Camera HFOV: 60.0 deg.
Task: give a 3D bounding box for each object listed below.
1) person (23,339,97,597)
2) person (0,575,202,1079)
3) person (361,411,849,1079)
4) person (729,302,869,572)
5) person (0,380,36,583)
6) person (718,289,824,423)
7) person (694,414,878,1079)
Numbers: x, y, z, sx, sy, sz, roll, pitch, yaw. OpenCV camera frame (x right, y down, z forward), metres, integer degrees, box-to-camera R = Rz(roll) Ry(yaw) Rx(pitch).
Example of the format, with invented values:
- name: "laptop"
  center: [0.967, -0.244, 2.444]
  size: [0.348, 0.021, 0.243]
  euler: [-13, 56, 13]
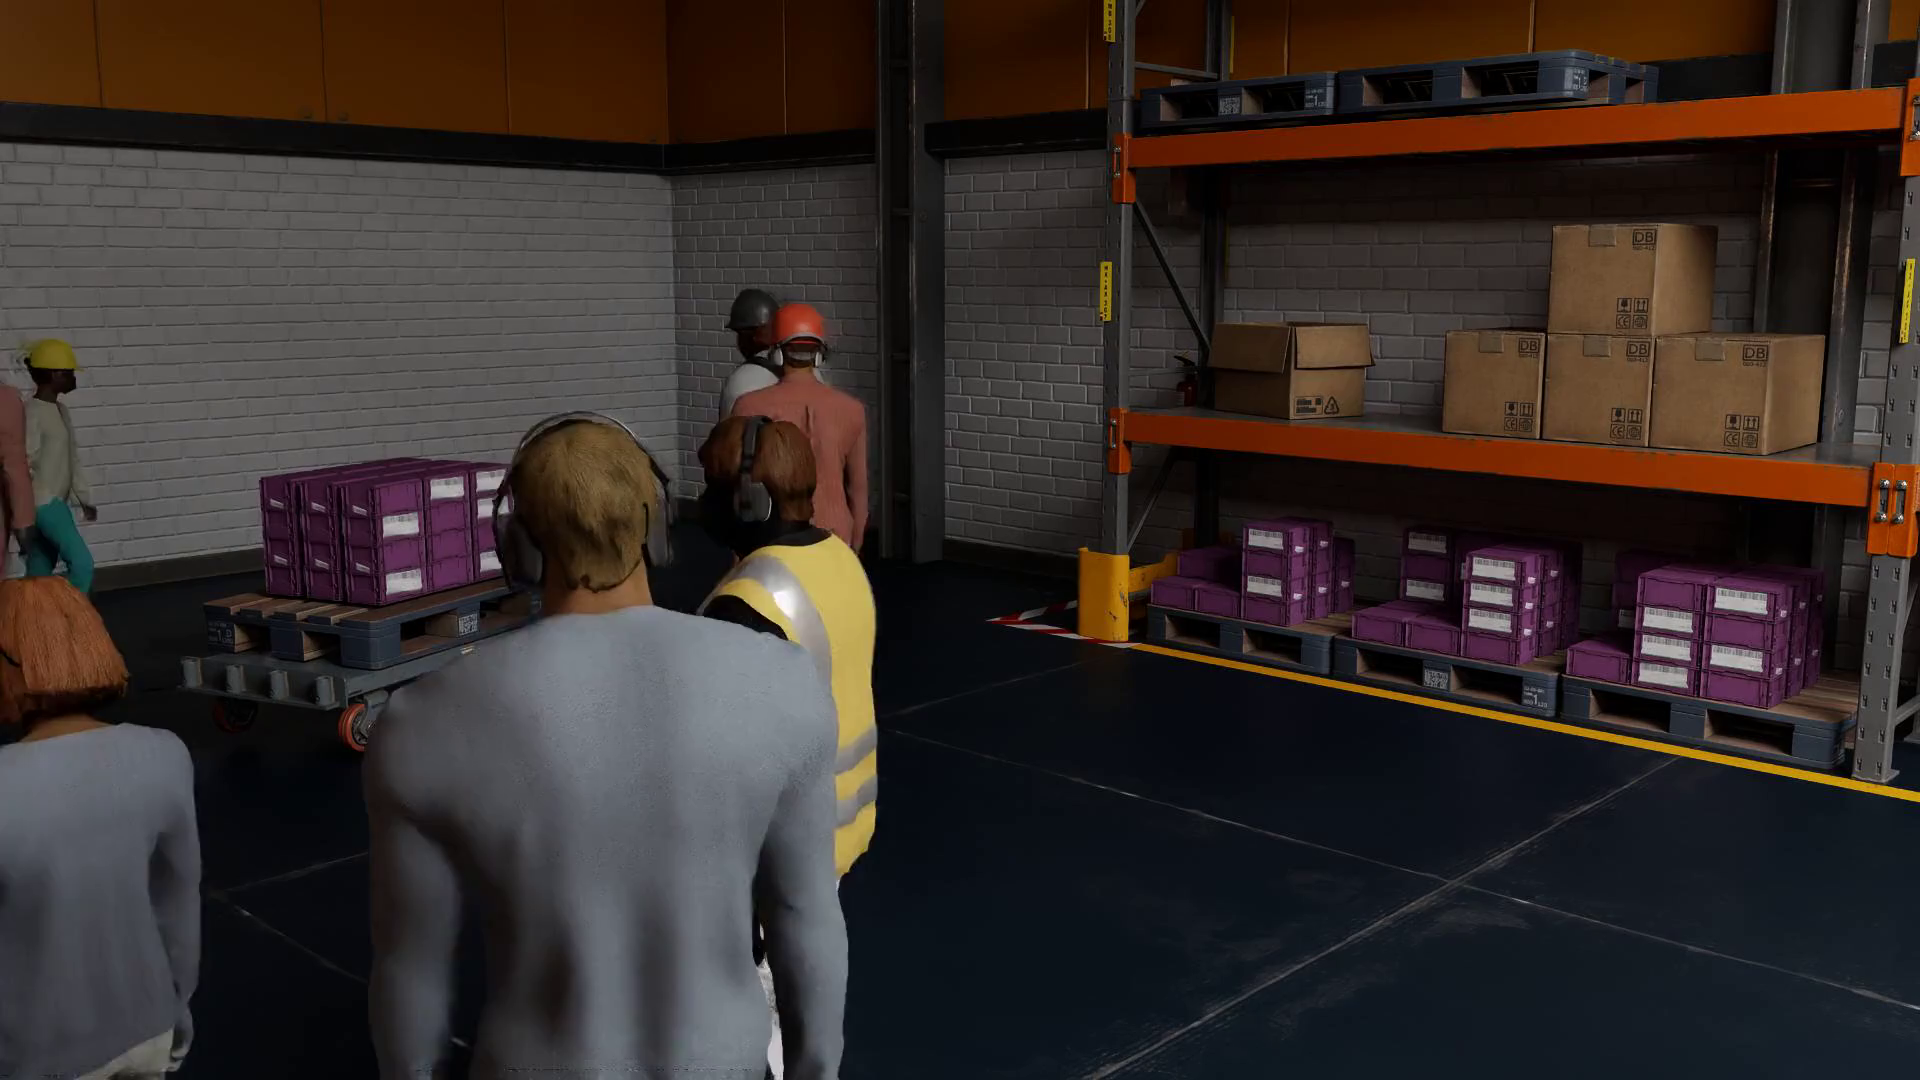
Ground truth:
- name: "person"
  center: [-4.794, -0.197, 8.899]
  size: [0.702, 1.739, 0.555]
  euler: [-2, 10, -13]
- name: "person"
  center: [-1.487, 0.863, 2.807]
  size: [0.398, 1.616, 0.518]
  euler: [4, 10, 24]
- name: "person"
  center: [-0.488, 0.780, 2.359]
  size: [0.657, 1.928, 0.416]
  euler: [-3, 10, -16]
- name: "person"
  center: [-0.664, 0.012, 6.908]
  size: [0.652, 1.979, 0.460]
  euler: [-5, 10, -28]
- name: "person"
  center: [-4.774, -0.122, 8.040]
  size: [0.721, 1.880, 0.517]
  euler: [2, 9, 12]
- name: "person"
  center: [-1.004, -0.269, 8.461]
  size: [0.538, 2.000, 0.712]
  euler: [6, 11, 32]
- name: "person"
  center: [-0.356, 0.647, 3.498]
  size: [0.541, 1.827, 0.633]
  euler: [3, 10, 16]
